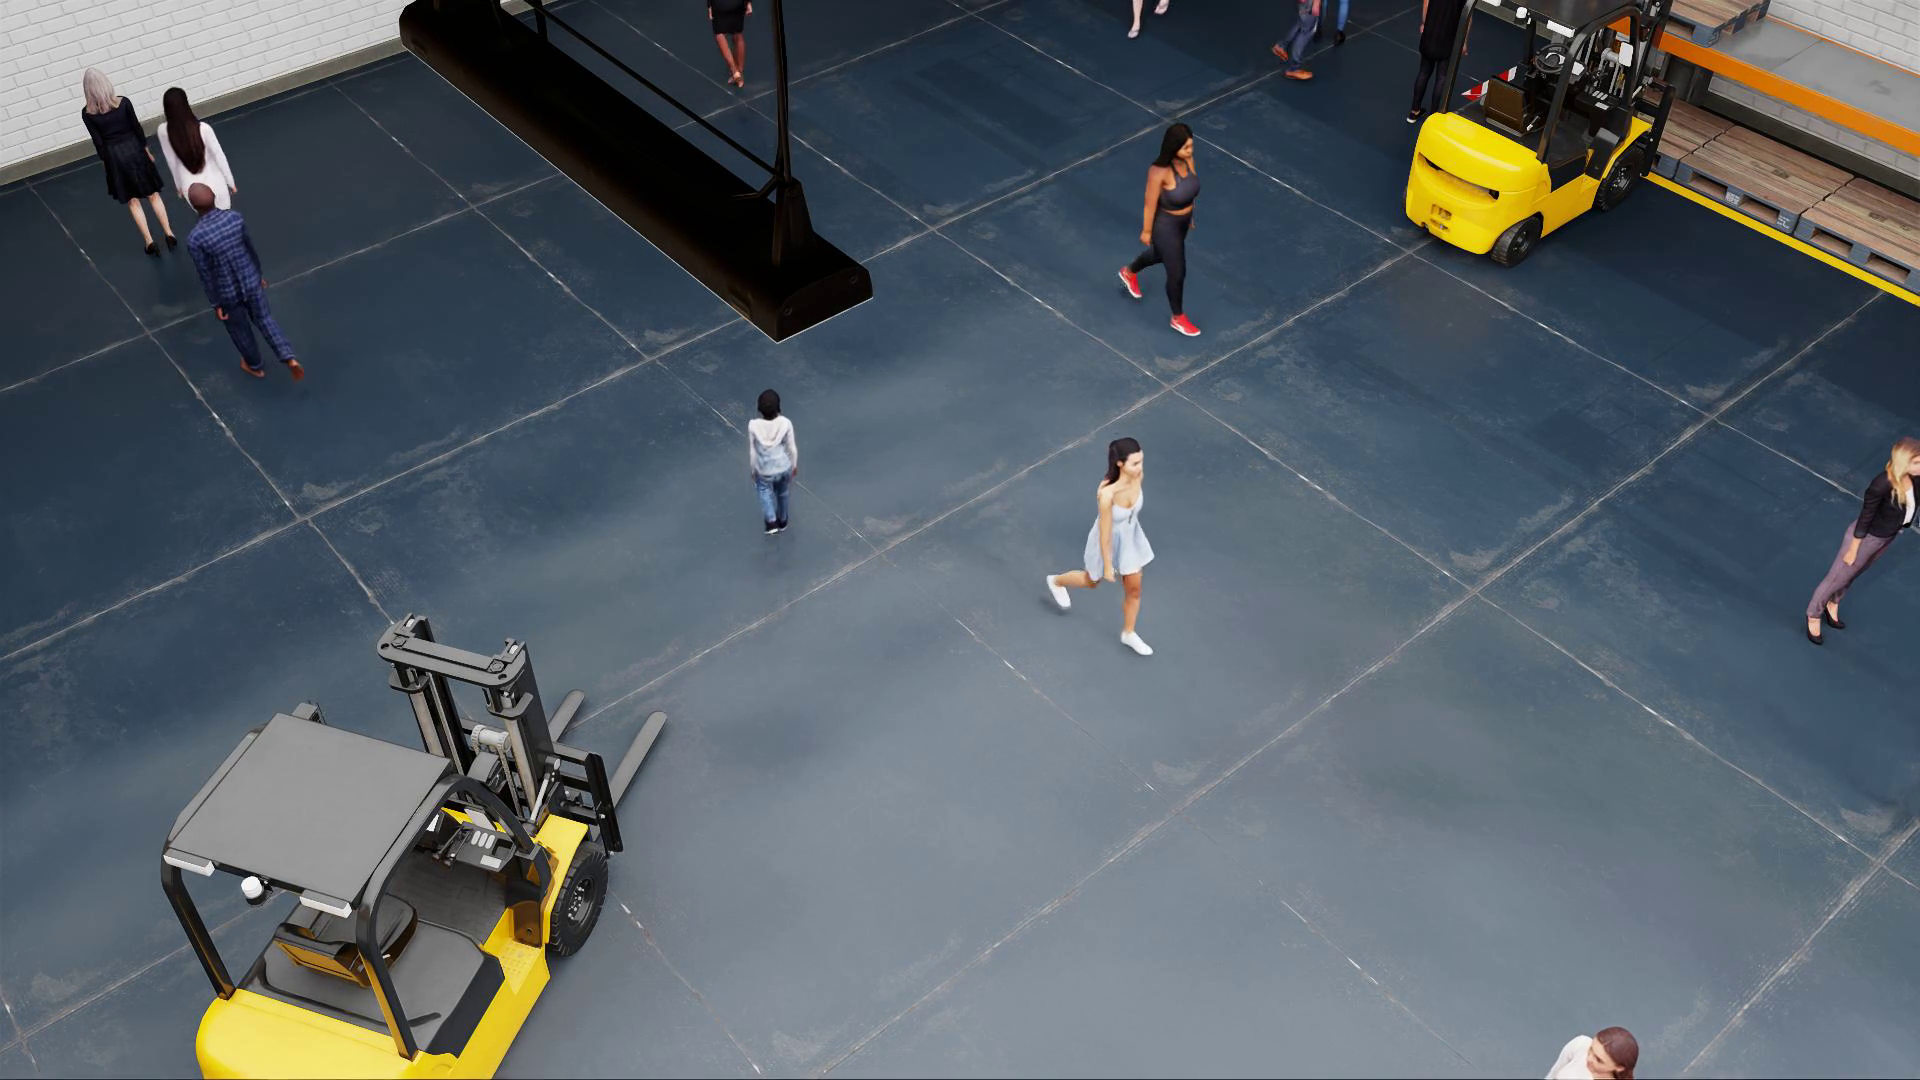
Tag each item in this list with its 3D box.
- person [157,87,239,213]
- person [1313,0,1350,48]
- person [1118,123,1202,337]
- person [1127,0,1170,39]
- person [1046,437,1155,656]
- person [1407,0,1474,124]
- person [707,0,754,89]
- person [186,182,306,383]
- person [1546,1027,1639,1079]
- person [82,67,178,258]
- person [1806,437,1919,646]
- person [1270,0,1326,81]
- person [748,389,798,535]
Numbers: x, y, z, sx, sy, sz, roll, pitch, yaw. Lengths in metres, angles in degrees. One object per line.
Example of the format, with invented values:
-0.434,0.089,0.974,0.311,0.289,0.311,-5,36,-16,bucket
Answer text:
-6.280,-2.858,13.753,0.766,1.796,0.816,-3,44,-3,person
3.897,-5.887,17.053,0.598,1.629,0.730,18,46,18,person
1.631,-2.581,13.472,1.206,1.781,0.763,33,52,29,person
2.045,-6.209,17.266,1.158,1.802,1.067,14,45,14,person
0.929,-0.005,10.827,0.624,1.701,1.106,-33,53,-30,person
4.570,-4.796,15.737,0.750,1.865,0.522,-33,53,-30,person
-2.236,-5.187,16.259,0.735,1.710,0.812,-15,46,-15,person
-5.507,-1.935,12.779,1.027,1.802,0.768,29,51,27,person
2.914,2.788,7.905,0.721,1.688,0.576,-16,46,-16,person
-7.090,-3.215,14.163,0.594,1.747,0.552,-29,51,-27,person
5.907,-0.006,10.848,0.615,1.672,0.552,-24,49,-23,person
3.384,-5.444,16.456,0.958,1.811,0.896,5,44,5,person
-1.316,-0.502,11.677,0.625,1.247,0.702,-7,44,-7,person
